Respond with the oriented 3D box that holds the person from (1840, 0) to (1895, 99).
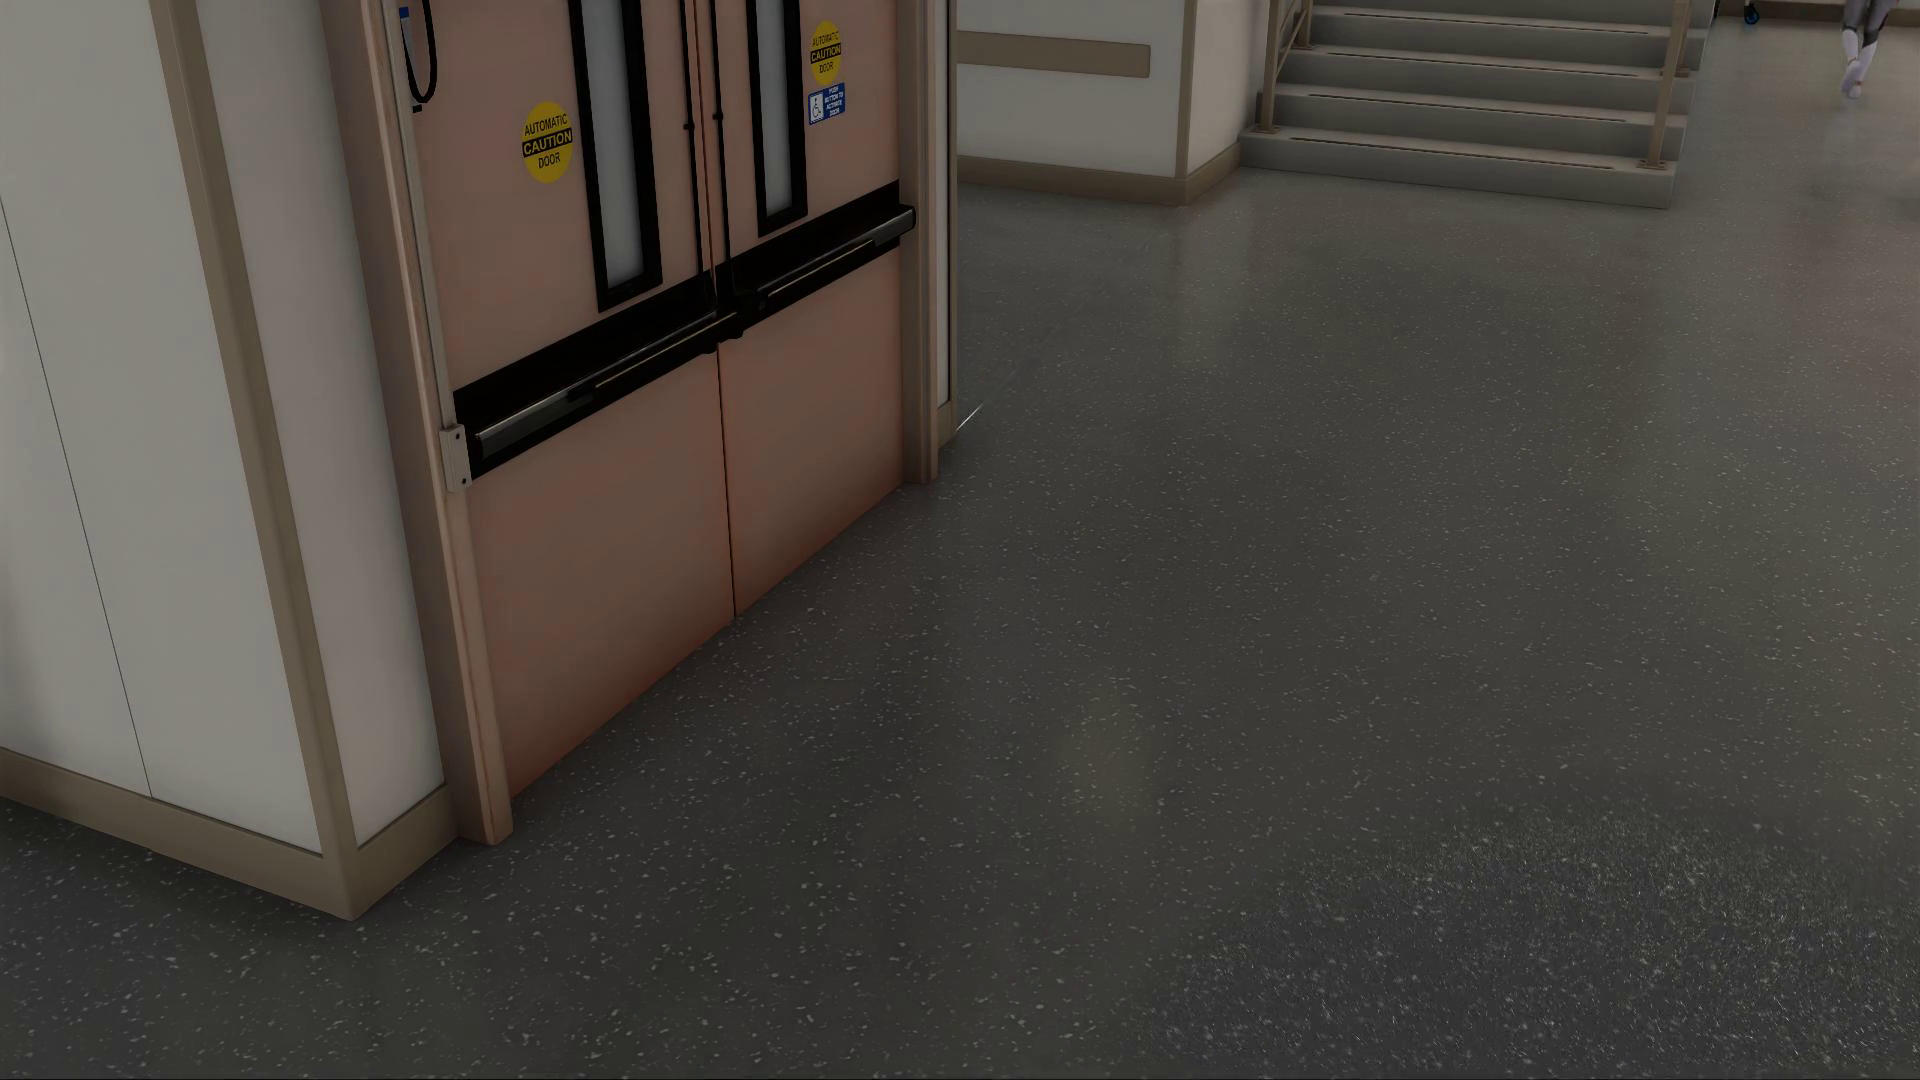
[{"bbox_3d":[6.754,-4.104,12.272,0.592,1.688,0.828,10,27,20],"label":"person"}]
